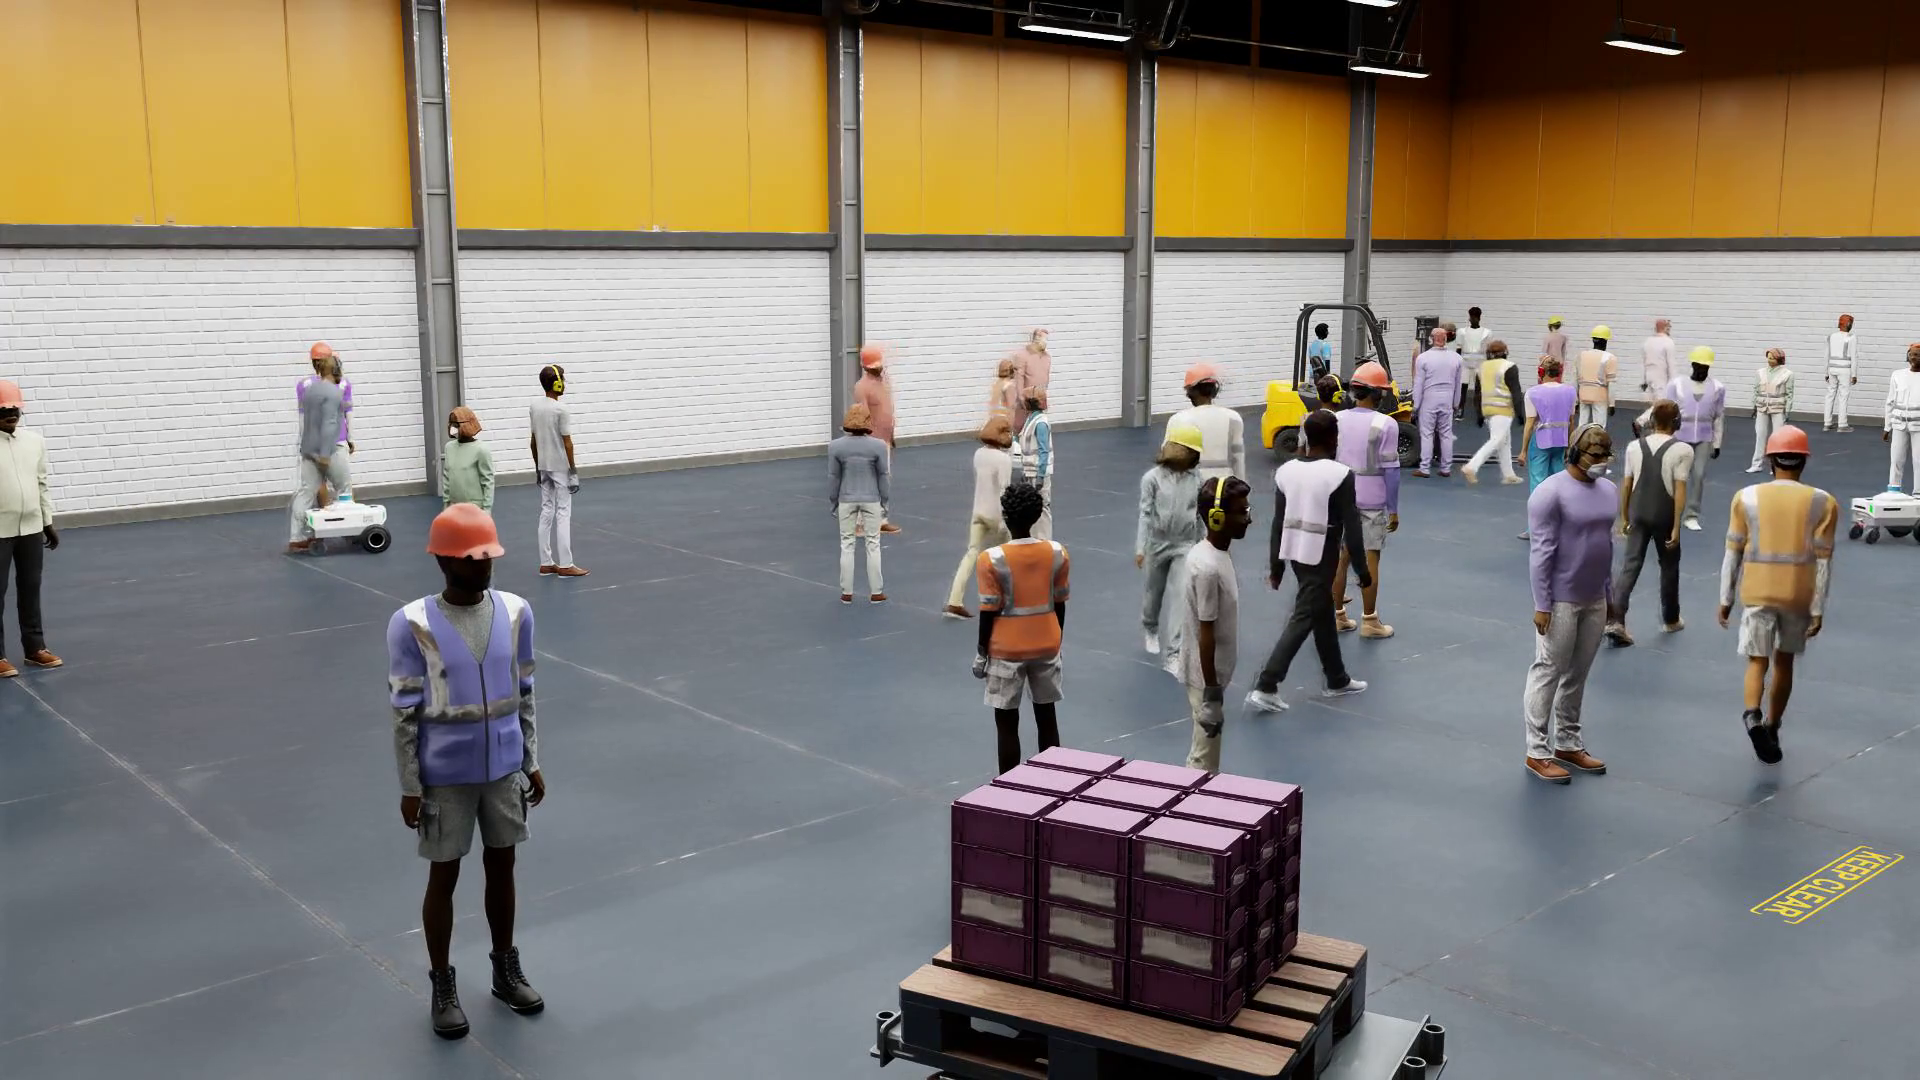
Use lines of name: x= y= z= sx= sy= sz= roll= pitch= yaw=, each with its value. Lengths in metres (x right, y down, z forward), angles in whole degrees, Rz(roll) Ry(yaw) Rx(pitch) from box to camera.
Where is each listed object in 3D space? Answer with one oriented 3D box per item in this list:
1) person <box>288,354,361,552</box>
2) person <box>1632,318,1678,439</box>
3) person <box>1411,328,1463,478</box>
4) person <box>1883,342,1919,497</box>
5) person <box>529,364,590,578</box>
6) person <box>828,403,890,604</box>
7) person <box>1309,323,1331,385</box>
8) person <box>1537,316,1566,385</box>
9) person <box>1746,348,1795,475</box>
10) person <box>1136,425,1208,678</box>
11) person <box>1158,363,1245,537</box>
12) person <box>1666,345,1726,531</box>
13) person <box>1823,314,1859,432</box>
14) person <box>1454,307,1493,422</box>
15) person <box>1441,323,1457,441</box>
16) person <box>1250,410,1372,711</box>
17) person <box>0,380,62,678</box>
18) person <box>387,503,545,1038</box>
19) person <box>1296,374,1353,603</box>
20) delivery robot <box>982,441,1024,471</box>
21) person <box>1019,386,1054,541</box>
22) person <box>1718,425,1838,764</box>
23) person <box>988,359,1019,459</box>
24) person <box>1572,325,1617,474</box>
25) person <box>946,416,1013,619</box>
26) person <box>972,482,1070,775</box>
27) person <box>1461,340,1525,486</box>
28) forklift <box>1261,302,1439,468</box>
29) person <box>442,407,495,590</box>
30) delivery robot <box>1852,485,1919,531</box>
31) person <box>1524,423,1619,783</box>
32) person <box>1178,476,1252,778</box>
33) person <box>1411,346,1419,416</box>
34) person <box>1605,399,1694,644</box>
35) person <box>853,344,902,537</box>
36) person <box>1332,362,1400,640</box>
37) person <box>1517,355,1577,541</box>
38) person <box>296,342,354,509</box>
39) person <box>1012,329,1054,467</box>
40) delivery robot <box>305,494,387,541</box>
person: x=-6.080 y=-0.835 z=15.993 sx=0.639 sy=1.860 sz=1.029 roll=8 pitch=12 yaw=39
person: x=10.634 y=-2.448 z=25.381 sx=0.791 sy=1.885 sz=0.651 roll=-2 pitch=10 yaw=-13
person: x=6.054 y=-1.742 z=21.184 sx=0.651 sy=1.904 sz=0.403 roll=-2 pitch=10 yaw=-10
person: x=10.385 y=-1.216 z=18.164 sx=0.355 sy=1.884 sz=0.575 roll=-7 pitch=12 yaw=-37
person: x=-3.539 y=-0.600 z=14.601 sx=0.513 sy=1.872 sz=0.328 roll=6 pitch=12 yaw=33
person: x=-0.815 y=-0.292 z=13.482 sx=0.498 sy=1.633 sz=0.282 roll=1 pitch=10 yaw=3
person: x=6.043 y=-2.785 z=27.895 sx=0.318 sy=1.697 sz=0.535 roll=-4 pitch=11 yaw=-23
person: x=10.615 y=-3.156 z=29.931 sx=0.546 sy=1.742 sz=0.684 roll=-3 pitch=10 yaw=-19
person: x=10.467 y=-1.655 z=21.454 sx=0.312 sy=1.638 sz=0.512 roll=-7 pitch=12 yaw=-37
person: x=1.447 y=0.031 z=11.442 sx=0.501 sy=1.680 sz=0.907 roll=-1 pitch=10 yaw=-4
person: x=1.813 y=-0.351 z=12.774 sx=0.648 sy=1.987 sz=0.972 roll=-3 pitch=10 yaw=-19
person: x=7.560 y=-1.064 z=17.202 sx=0.608 sy=1.907 sz=0.555 roll=2 pitch=10 yaw=10
person: x=14.127 y=-2.669 z=26.665 sx=0.356 sy=1.887 sz=0.572 roll=-4 pitch=11 yaw=-24
person: x=8.742 y=-2.991 z=28.337 sx=0.608 sy=1.958 sz=0.400 roll=4 pitch=11 yaw=24
person: x=7.277 y=-2.421 z=25.498 sx=0.688 sy=1.806 sz=0.644 roll=2 pitch=10 yaw=11
person: x=2.192 y=0.122 z=10.390 sx=1.015 sy=1.876 sz=0.585 roll=-5 pitch=11 yaw=-29
person: x=-6.387 y=-0.085 z=11.217 sx=0.396 sy=1.993 sz=0.618 roll=5 pitch=11 yaw=27
person: x=-1.773 y=0.824 z=6.061 sx=0.552 sy=1.937 sz=0.358 roll=-8 pitch=12 yaw=-39
person: x=2.964 y=-0.410 z=13.488 sx=0.312 sy=1.869 sz=0.538 roll=-9 pitch=13 yaw=-43
delivery robot: x=0.627 y=-1.063 z=20.879 sx=0.707 sy=0.478 sz=0.477 roll=2 pitch=10 yaw=11
person: x=0.705 y=-0.595 z=15.253 sx=0.314 sy=1.636 sz=0.515 roll=-1 pitch=10 yaw=-8
person: x=4.507 y=0.322 z=9.198 sx=0.556 sy=1.890 sz=0.830 roll=5 pitch=11 yaw=25
person: x=0.437 y=-1.317 z=19.559 sx=0.560 sy=1.608 sz=0.542 roll=-4 pitch=11 yaw=-24
person: x=8.220 y=-1.813 z=21.533 sx=0.387 sy=1.926 sz=0.591 roll=-7 pitch=12 yaw=-37
person: x=0.245 y=-0.178 z=12.943 sx=0.851 sy=1.589 sz=0.502 roll=-7 pitch=12 yaw=-36
person: x=0.306 y=0.554 z=8.345 sx=0.532 sy=1.697 sz=0.320 roll=-5 pitch=11 yaw=-28
person: x=6.557 y=-1.559 z=20.446 sx=0.886 sy=1.796 sz=0.641 roll=-3 pitch=10 yaw=-17
forklift: x=5.320 y=-2.157 z=22.763 sx=2.313 sy=2.155 sz=1.214 roll=3 pitch=10 yaw=16
person: x=-3.905 y=-0.243 z=13.195 sx=0.507 sy=1.632 sz=0.274 roll=6 pitch=11 yaw=30
delivery robot: x=9.207 y=-0.300 z=16.410 sx=0.707 sy=0.478 sz=0.477 roll=-1 pitch=10 yaw=-5
person: x=3.312 y=0.329 z=8.975 sx=0.627 sy=1.934 sz=0.372 roll=-6 pitch=11 yaw=-32
person: x=1.115 y=0.640 z=7.341 sx=0.310 sy=1.868 sz=0.534 roll=1 pitch=10 yaw=8
person: x=7.000 y=-2.343 z=25.113 sx=0.321 sy=1.765 sz=0.533 roll=-2 pitch=10 yaw=-10
person: x=5.042 y=-0.137 z=12.160 sx=0.523 sy=1.787 sz=1.038 roll=9 pitch=13 yaw=44
person: x=-0.883 y=-0.998 z=16.725 sx=0.420 sy=1.947 sz=0.714 roll=4 pitch=11 yaw=24
person: x=2.979 y=-0.288 z=12.267 sx=0.381 sy=2.040 sz=0.616 roll=-9 pitch=13 yaw=-42
person: x=5.790 y=-0.897 z=16.402 sx=0.563 sy=1.847 sz=0.389 roll=-3 pitch=10 yaw=-16
person: x=-6.512 y=-1.059 z=17.086 sx=0.551 sy=1.935 sz=0.375 roll=-7 pitch=12 yaw=-34
person: x=0.945 y=-1.932 z=22.463 sx=0.650 sy=1.852 sz=0.984 roll=-6 pitch=11 yaw=-30
delivery robot: x=-5.839 y=-0.196 z=15.803 sx=0.707 sy=0.478 sz=0.477 roll=-5 pitch=11 yaw=-27
